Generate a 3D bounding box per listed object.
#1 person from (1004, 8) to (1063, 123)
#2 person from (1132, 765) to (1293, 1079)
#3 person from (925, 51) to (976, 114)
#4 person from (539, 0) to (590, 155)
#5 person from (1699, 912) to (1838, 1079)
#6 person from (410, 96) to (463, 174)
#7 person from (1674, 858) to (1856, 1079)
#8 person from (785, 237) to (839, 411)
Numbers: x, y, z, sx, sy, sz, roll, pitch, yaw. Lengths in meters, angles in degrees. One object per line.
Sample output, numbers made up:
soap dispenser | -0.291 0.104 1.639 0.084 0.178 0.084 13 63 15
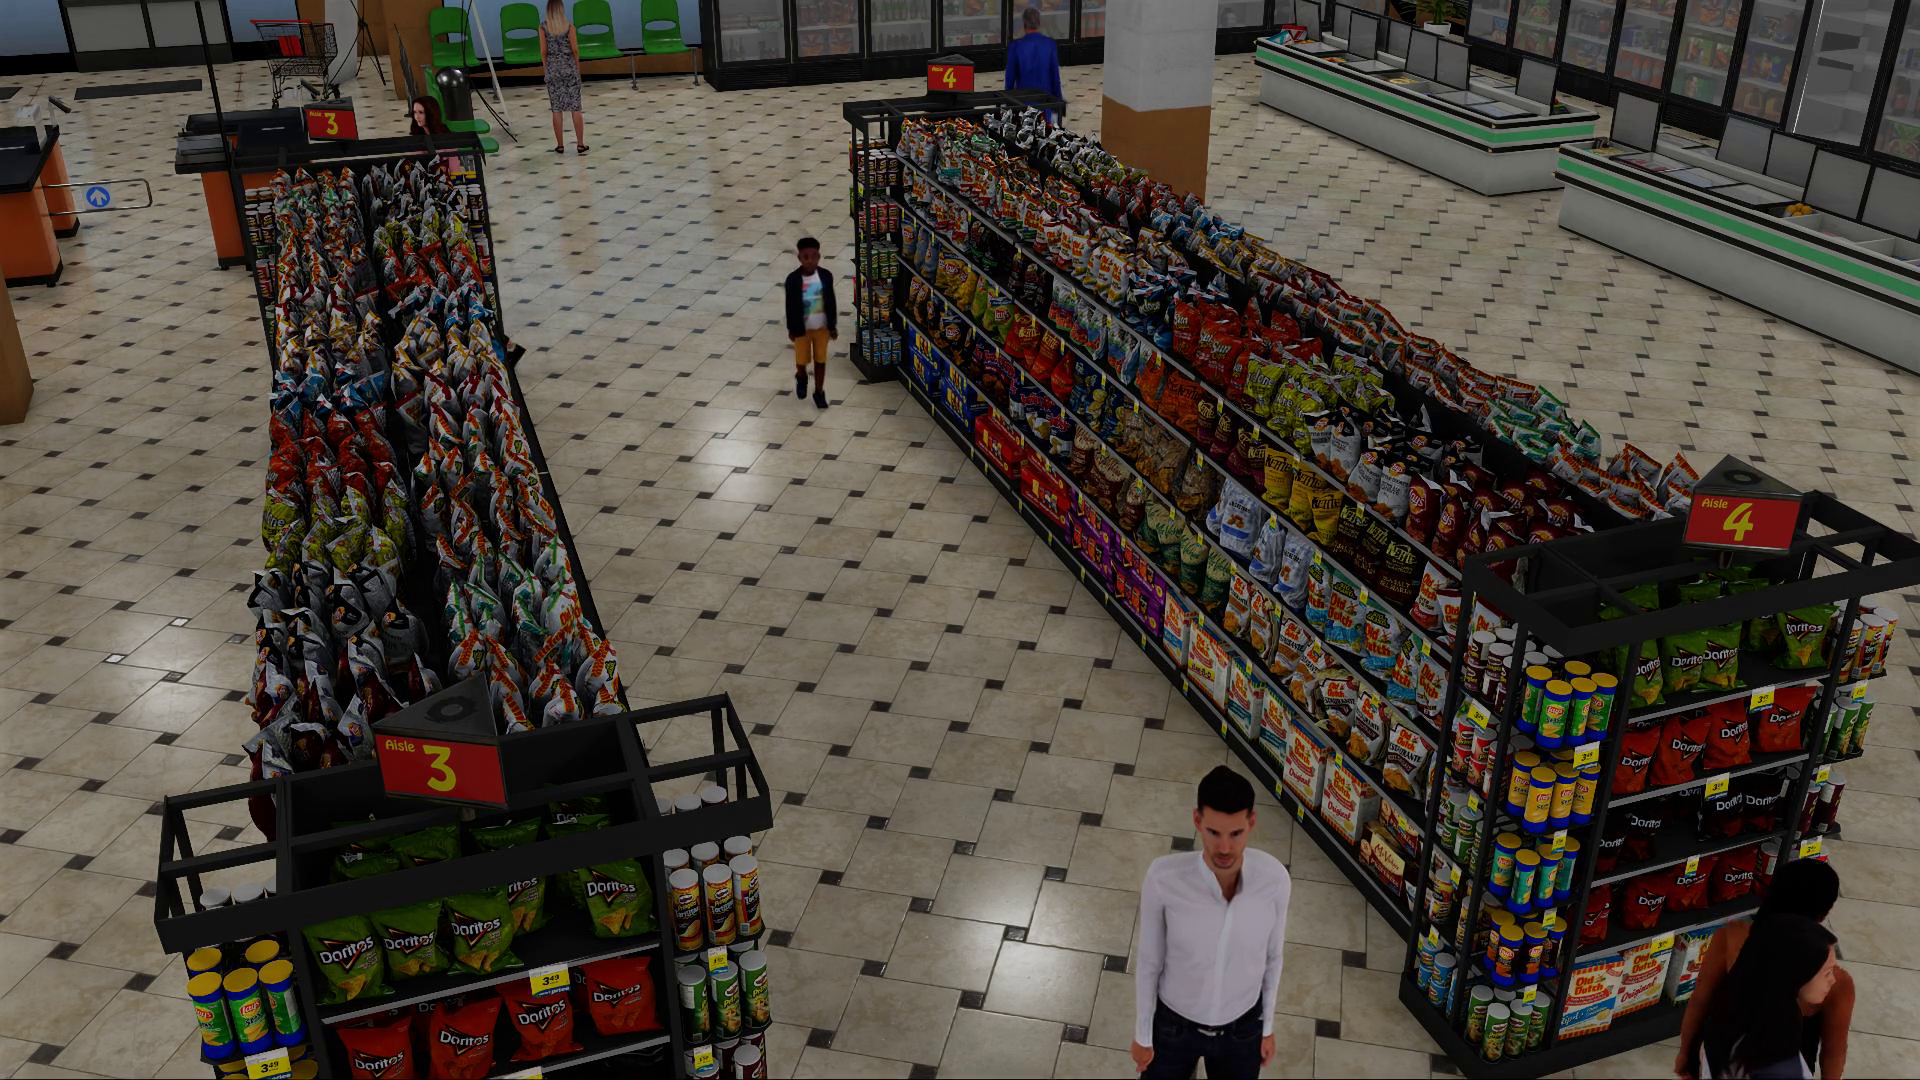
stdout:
person | 0.758 -4.498 17.140 0.931 1.794 1.167 -2 27 -3
person | 0.774 1.495 5.240 0.686 1.868 0.673 -1 27 -1
person | -0.078 -3.386 14.832 0.753 1.897 0.806 11 29 21
person | -4.461 -5.204 18.632 0.620 1.703 0.594 -1 27 -2
person | 2.238 1.789 4.838 0.721 1.707 0.583 0 27 0
person | -4.268 -2.745 13.672 0.691 1.803 0.717 8 28 15
person | 2.381 1.686 5.099 0.754 1.654 0.708 -21 33 -35
person | -1.076 -1.580 11.972 0.512 1.264 0.607 -9 28 -16
